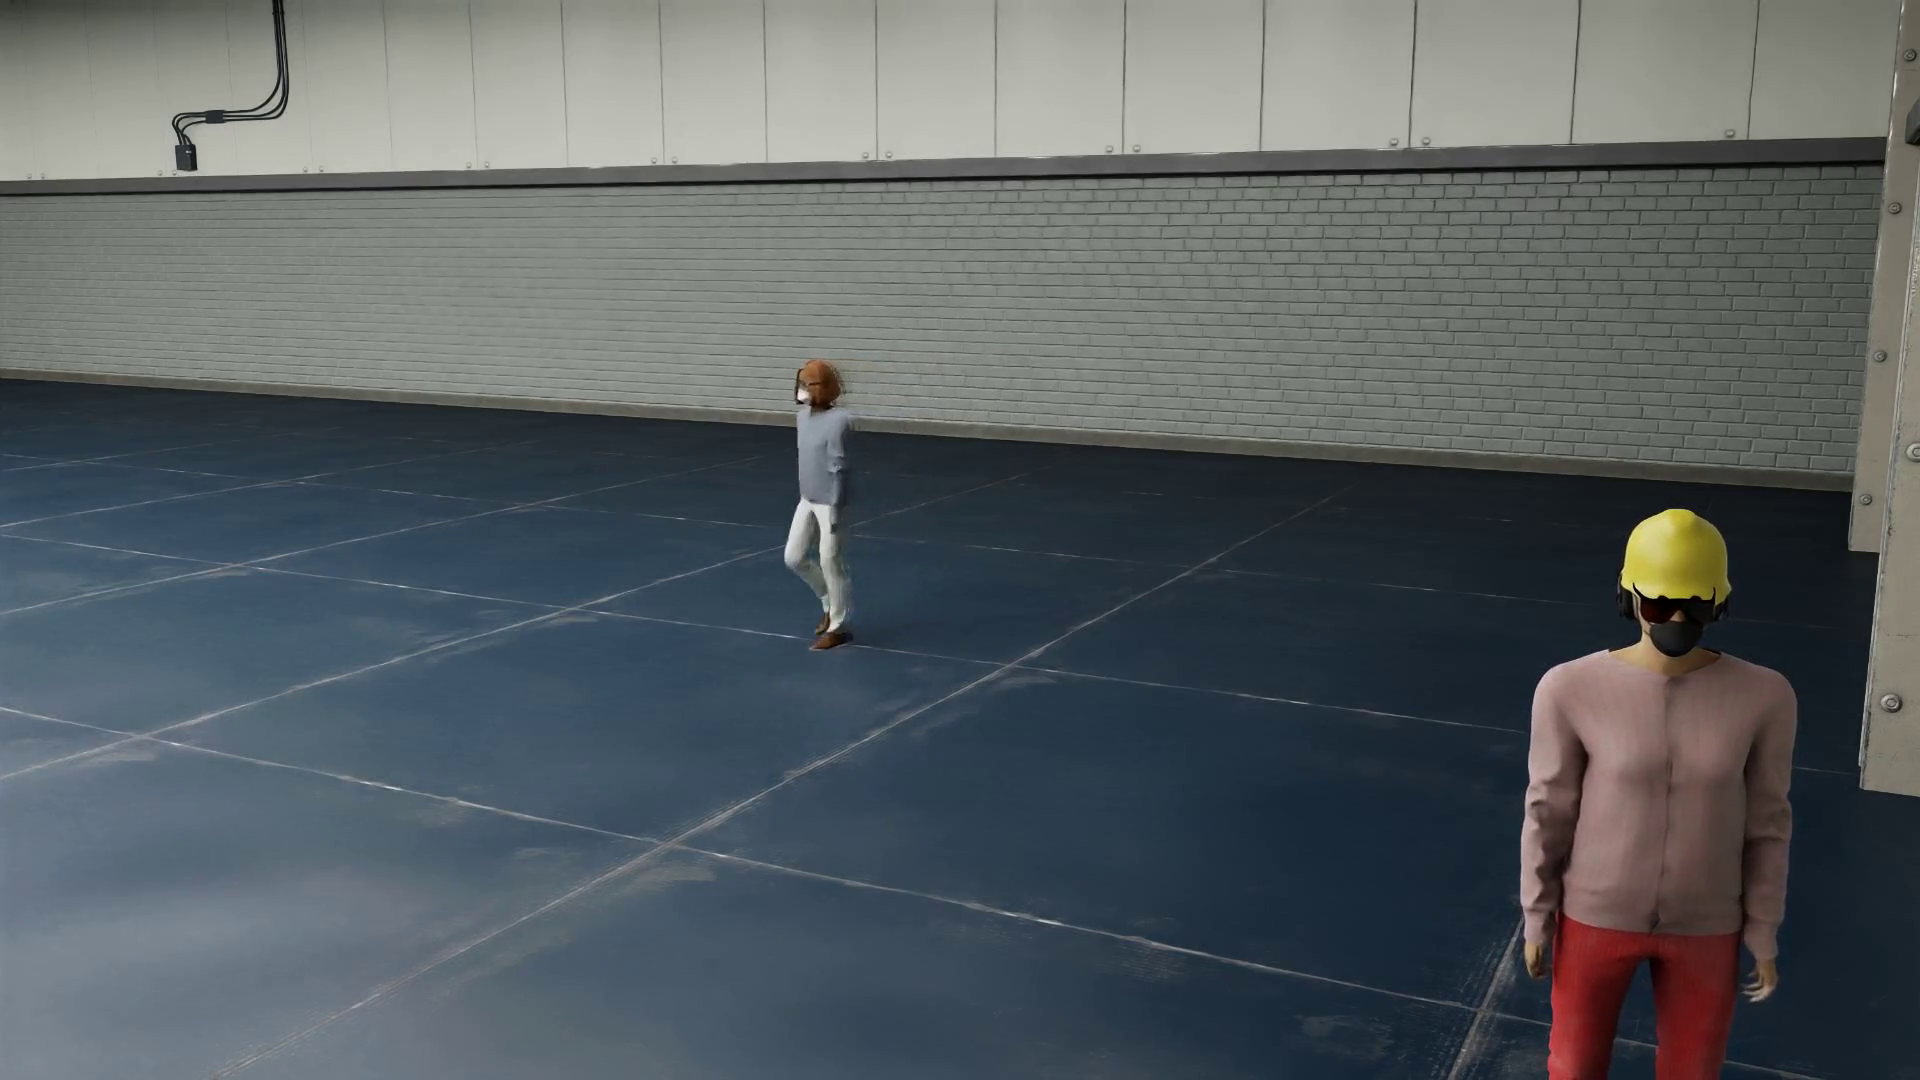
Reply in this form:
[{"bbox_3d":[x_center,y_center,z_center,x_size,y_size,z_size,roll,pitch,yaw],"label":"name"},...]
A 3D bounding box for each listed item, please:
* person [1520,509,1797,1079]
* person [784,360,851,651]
[{"bbox_3d":[1.432,0.800,3.457,0.520,1.761,0.335,2,11,9],"label":"person"},{"bbox_3d":[-0.781,-0.186,9.213,0.342,1.621,0.507,-8,13,-39],"label":"person"}]
